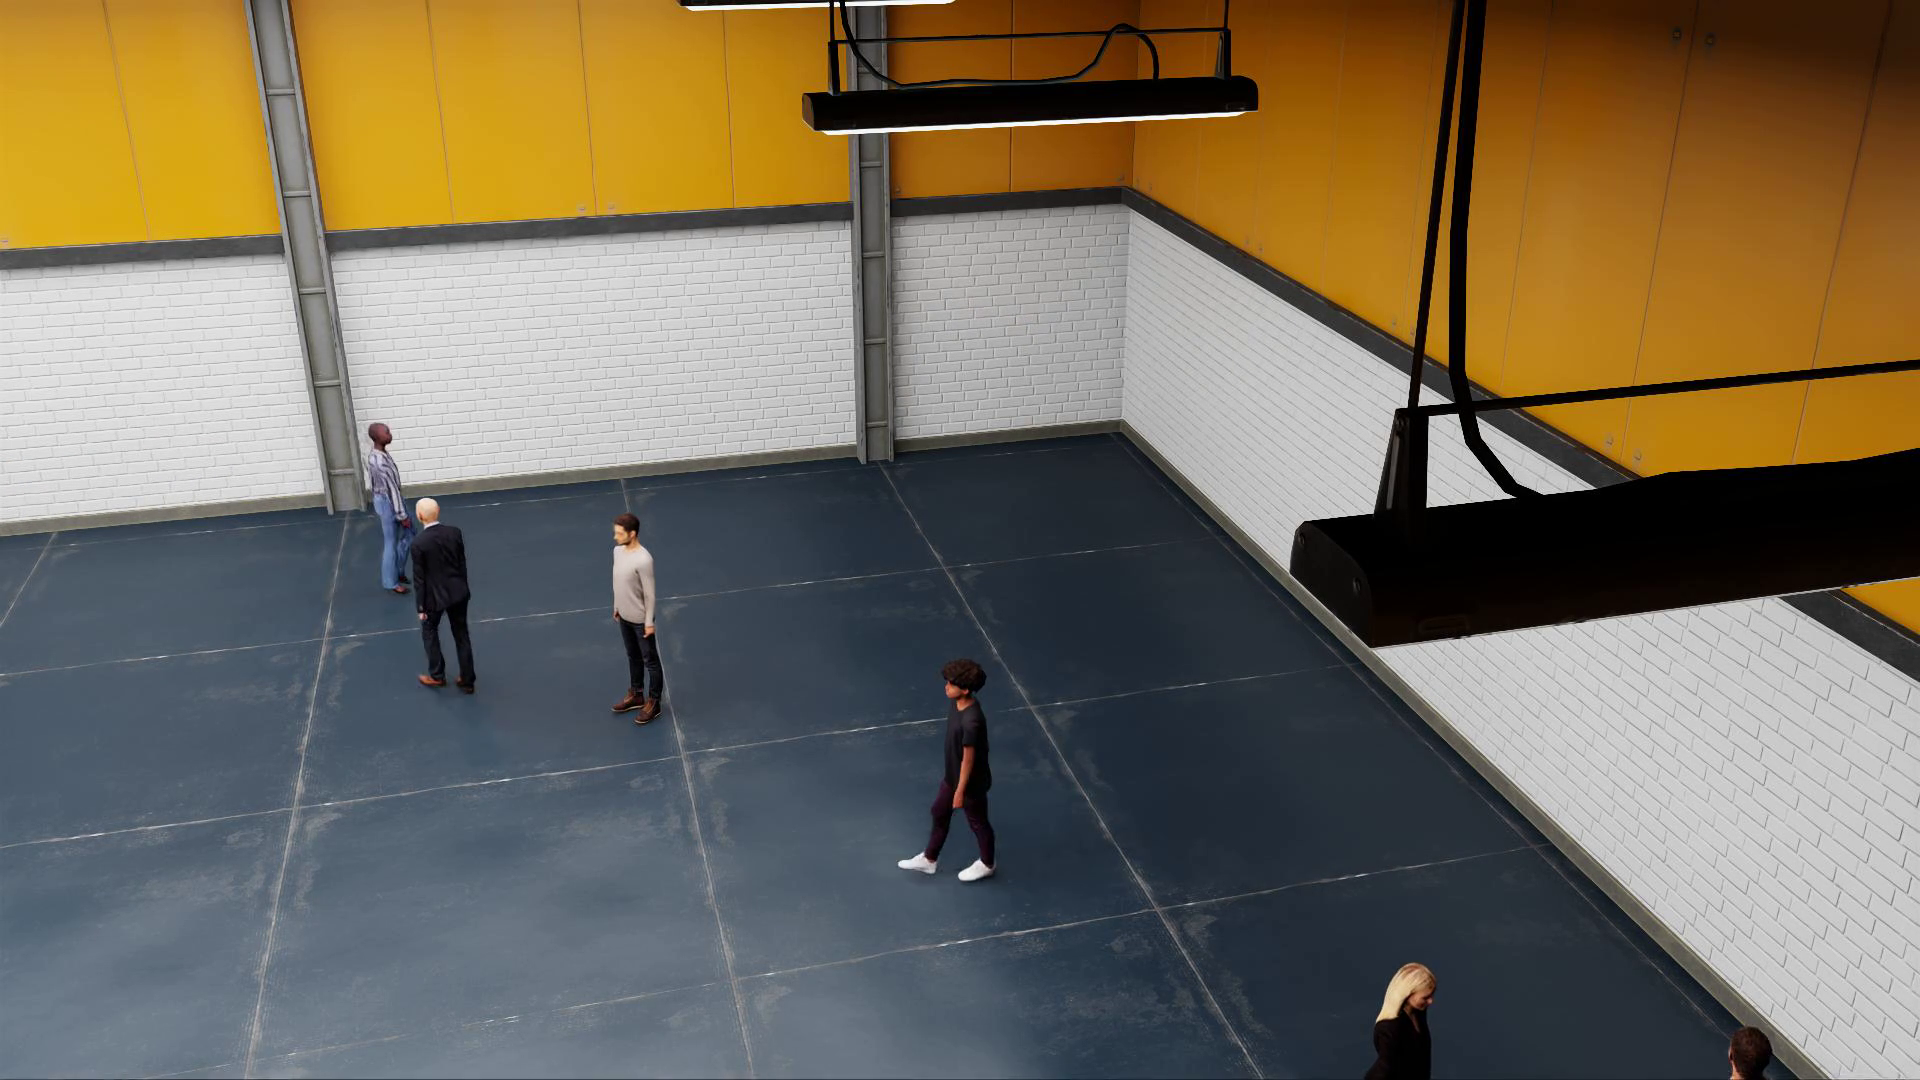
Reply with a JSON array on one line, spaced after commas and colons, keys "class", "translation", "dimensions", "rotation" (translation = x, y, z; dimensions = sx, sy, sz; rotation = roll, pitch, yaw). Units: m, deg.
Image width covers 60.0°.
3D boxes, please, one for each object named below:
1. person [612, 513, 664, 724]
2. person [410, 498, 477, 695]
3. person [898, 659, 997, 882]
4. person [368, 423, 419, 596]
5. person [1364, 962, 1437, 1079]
[{"class": "person", "translation": [-2.705, 0.624, 13.919], "dimensions": [0.745, 1.862, 0.761], "rotation": [20, 30, 38]}, {"class": "person", "translation": [-4.385, 0.515, 14.269], "dimensions": [0.872, 1.780, 0.936], "rotation": [-18, 30, -36]}, {"class": "person", "translation": [0.120, 1.633, 11.739], "dimensions": [0.905, 1.760, 0.657], "rotation": [-7, 25, -16]}, {"class": "person", "translation": [-5.595, -0.268, 16.061], "dimensions": [0.624, 1.781, 0.636], "rotation": [-8, 25, -17]}, {"class": "person", "translation": [2.222, 2.949, 8.628], "dimensions": [0.756, 1.840, 0.686], "rotation": [14, 27, 30]}]
